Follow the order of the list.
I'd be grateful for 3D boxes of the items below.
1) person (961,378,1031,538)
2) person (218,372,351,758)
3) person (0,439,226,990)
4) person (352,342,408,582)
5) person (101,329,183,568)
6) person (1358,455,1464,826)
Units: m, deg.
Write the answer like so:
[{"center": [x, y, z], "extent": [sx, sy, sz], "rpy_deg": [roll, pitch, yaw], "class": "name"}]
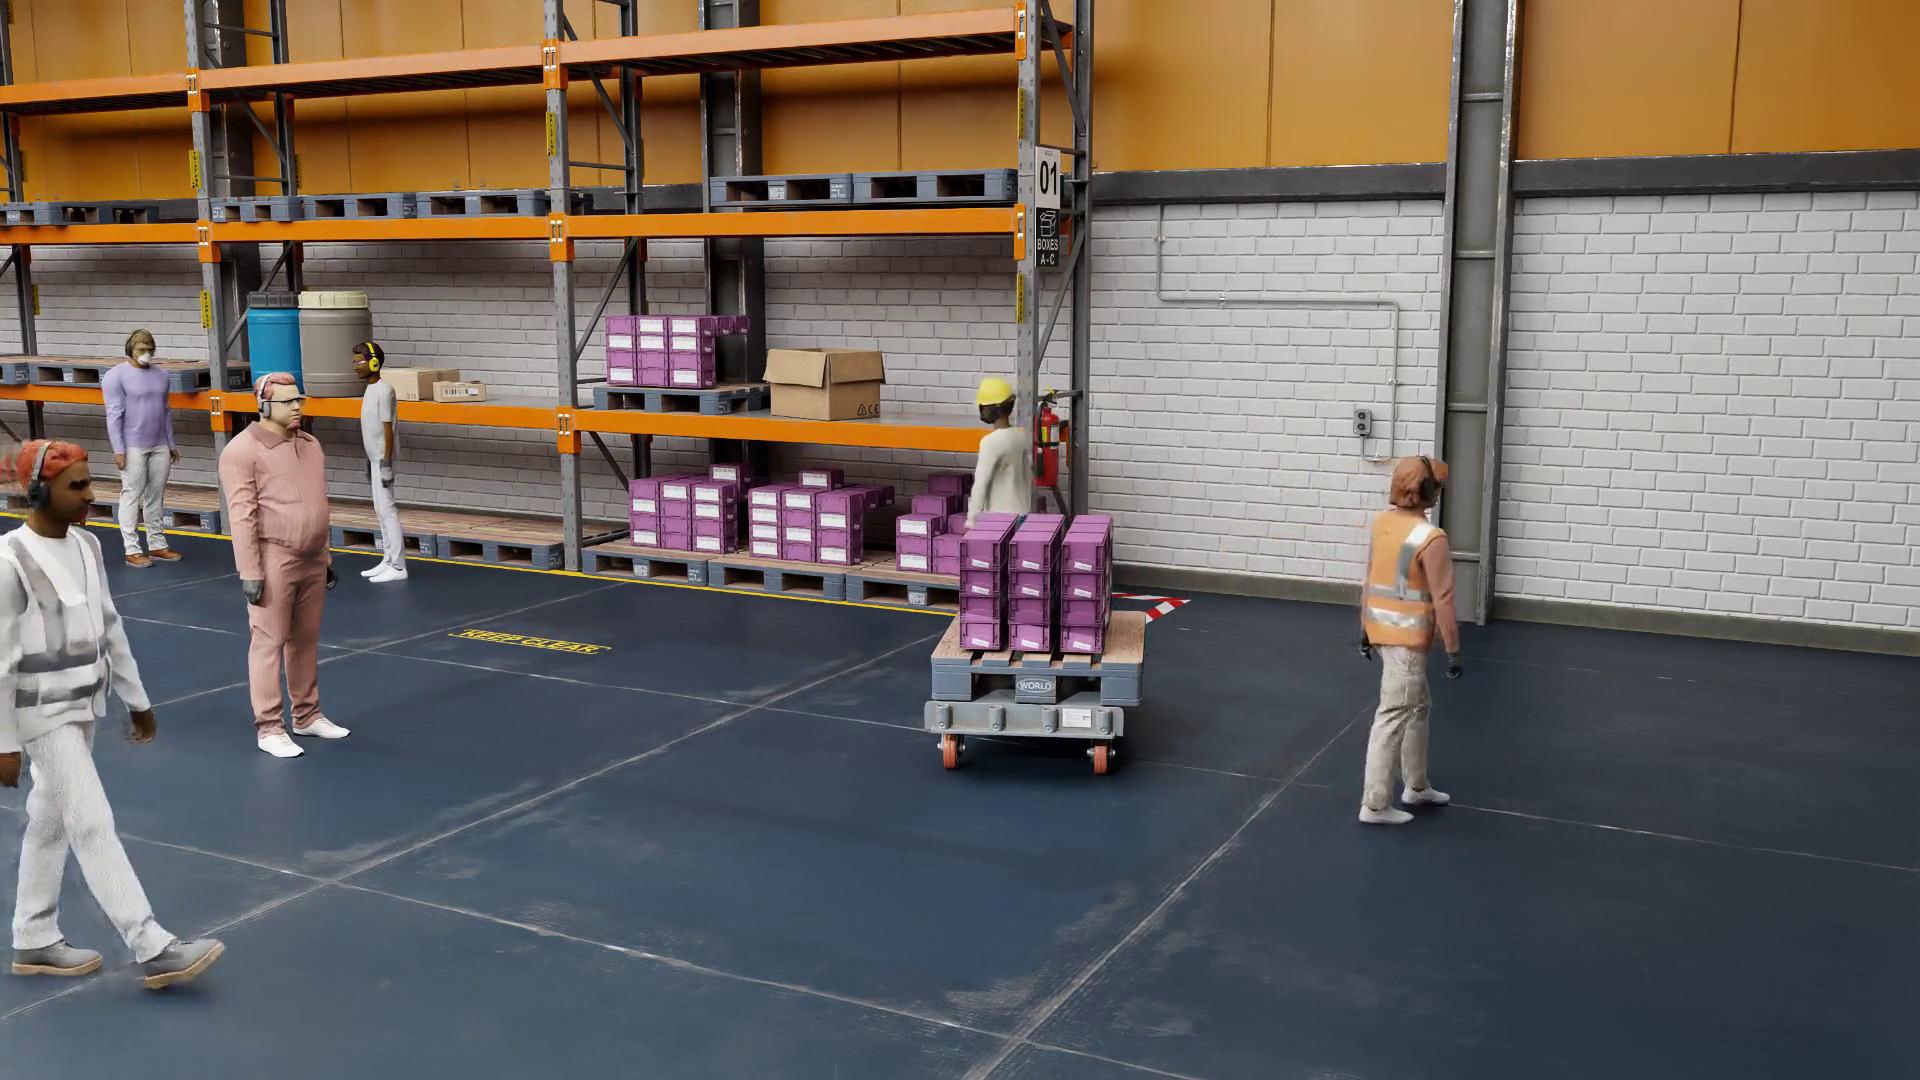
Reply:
[{"center": [0.197, -0.134, 10.385], "extent": [0.622, 1.745, 0.526], "rpy_deg": [4, 10, 23], "class": "person"}, {"center": [-3.366, 0.115, 8.353], "extent": [0.410, 1.908, 0.643], "rpy_deg": [3, 10, 17], "class": "person"}, {"center": [-2.877, 0.590, 5.584], "extent": [0.843, 1.849, 0.592], "rpy_deg": [0, 9, -1], "class": "person"}, {"center": [-4.521, -0.605, 12.944], "extent": [0.325, 1.862, 0.514], "rpy_deg": [-6, 11, -32], "class": "person"}, {"center": [-6.678, -0.752, 13.621], "extent": [0.370, 1.934, 0.627], "rpy_deg": [3, 10, 21], "class": "person"}, {"center": [2.016, 0.439, 7.213], "extent": [0.648, 1.613, 0.547], "rpy_deg": [-3, 10, -15], "class": "person"}]
